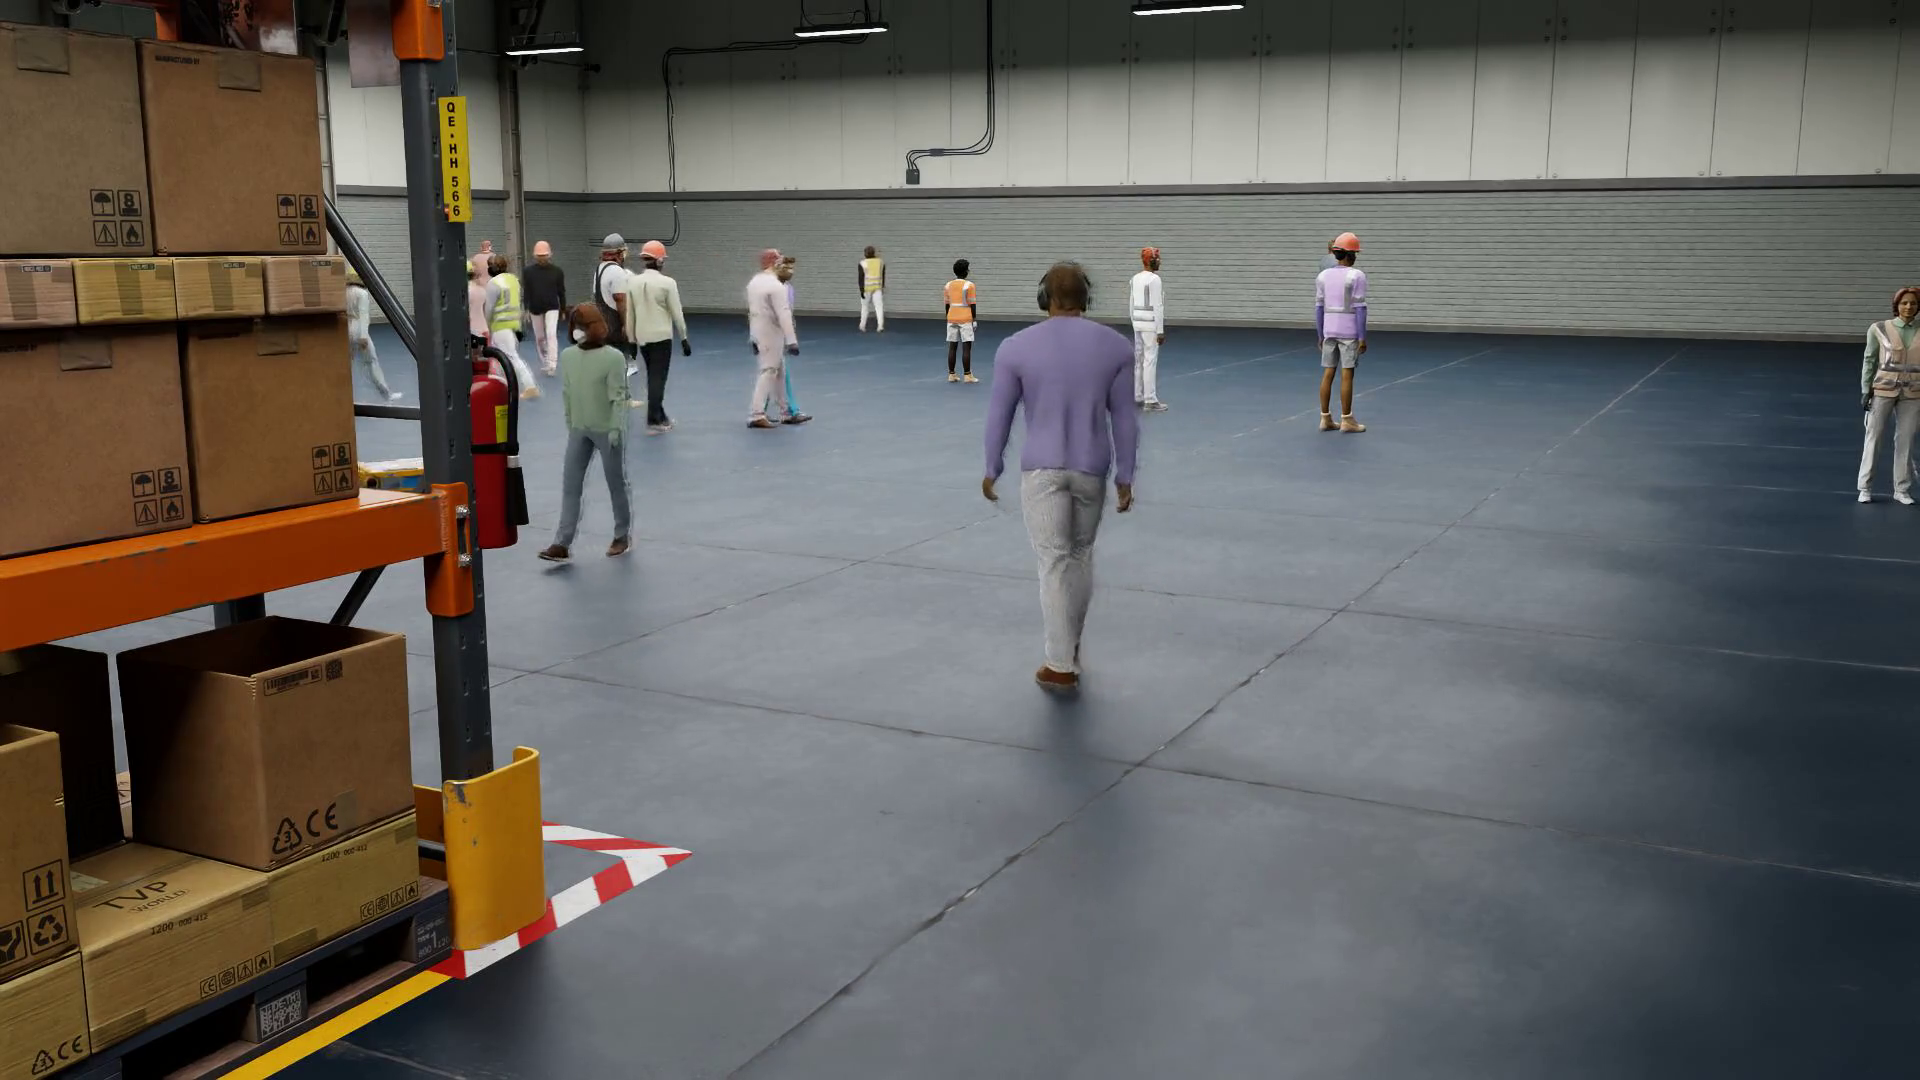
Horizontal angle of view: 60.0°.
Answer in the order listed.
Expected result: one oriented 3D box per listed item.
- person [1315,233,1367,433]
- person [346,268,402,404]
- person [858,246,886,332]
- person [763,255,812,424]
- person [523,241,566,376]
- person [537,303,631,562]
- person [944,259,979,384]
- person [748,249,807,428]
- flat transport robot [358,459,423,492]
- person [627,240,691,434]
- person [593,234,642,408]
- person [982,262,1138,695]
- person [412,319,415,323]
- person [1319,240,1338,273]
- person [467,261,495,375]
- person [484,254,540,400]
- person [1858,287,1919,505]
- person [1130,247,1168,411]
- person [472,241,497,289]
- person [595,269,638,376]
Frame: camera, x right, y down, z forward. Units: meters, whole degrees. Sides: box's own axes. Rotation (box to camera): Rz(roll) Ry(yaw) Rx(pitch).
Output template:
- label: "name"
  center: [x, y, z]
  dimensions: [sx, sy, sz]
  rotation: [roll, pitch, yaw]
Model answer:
- label: "person"
  center: [3.935, -2.121, 17.098]
  dimensions: [0.381, 2.045, 0.605]
  rotation: [-8, 13, -38]
- label: "person"
  center: [-7.036, -2.386, 19.523]
  dimensions: [0.523, 1.677, 0.865]
  rotation: [6, 12, 32]
- label: "person"
  center: [-1.852, -5.288, 35.085]
  dimensions: [0.627, 1.797, 0.977]
  rotation: [-4, 11, -21]
- label: "person"
  center: [-1.894, -2.141, 17.856]
  dimensions: [0.866, 1.800, 0.583]
  rotation: [4, 11, 22]
- label: "person"
  center: [-6.044, -3.376, 24.222]
  dimensions: [0.597, 1.952, 1.000]
  rotation: [-1, 10, -8]
- label: "person"
  center: [-2.303, -0.648, 10.258]
  dimensions: [0.515, 1.593, 0.813]
  rotation: [4, 11, 22]
- label: "person"
  center: [0.018, -2.988, 22.775]
  dimensions: [0.532, 1.697, 0.319]
  rotation: [8, 13, 36]
- label: "person"
  center: [-1.941, -2.119, 17.598]
  dimensions: [0.742, 1.888, 0.687]
  rotation: [-5, 11, -25]
- label: "flat transport robot"
  center: [-4.286, -0.514, 13.176]
  dimensions: [1.431, 0.197, 0.652]
  rotation: [-7, 12, -33]
- label: "person"
  center: [-3.092, -2.076, 17.100]
  dimensions: [0.626, 1.988, 0.598]
  rotation: [6, 12, 30]
- label: "person"
  center: [-4.003, -2.579, 19.608]
  dimensions: [0.539, 2.000, 0.688]
  rotation: [-7, 12, -32]
- label: "person"
  center: [0.443, -0.306, 7.600]
  dimensions: [0.664, 1.887, 0.930]
  rotation: [-2, 11, -9]
- label: "person"
  center: [-12.266, -5.896, 38.302]
  dimensions: [0.555, 1.824, 0.884]
  rotation: [5, 12, 27]
- label: "person"
  center: [6.813, -4.518, 30.463]
  dimensions: [0.373, 1.940, 0.628]
  rotation: [-4, 11, -20]
- label: "person"
  center: [-5.803, -2.420, 19.608]
  dimensions: [0.889, 1.716, 0.520]
  rotation: [7, 13, 34]
- label: "person"
  center: [-5.608, -2.610, 20.506]
  dimensions: [0.949, 1.804, 0.617]
  rotation: [1, 10, 8]
- label: "person"
  center: [7.069, -1.084, 12.548]
  dimensions: [0.512, 1.641, 0.309]
  rotation: [3, 11, 14]
- label: "person"
  center: [2.180, -2.435, 19.255]
  dimensions: [0.353, 1.883, 0.573]
  rotation: [-5, 12, -26]
- label: "person"
  center: [-10.102, -5.450, 35.648]
  dimensions: [0.639, 1.902, 0.407]
  rotation: [-1, 10, -5]
- label: "person"
  center: [-4.858, -3.238, 23.669]
  dimensions: [0.593, 1.878, 0.991]
  rotation: [6, 12, 29]
